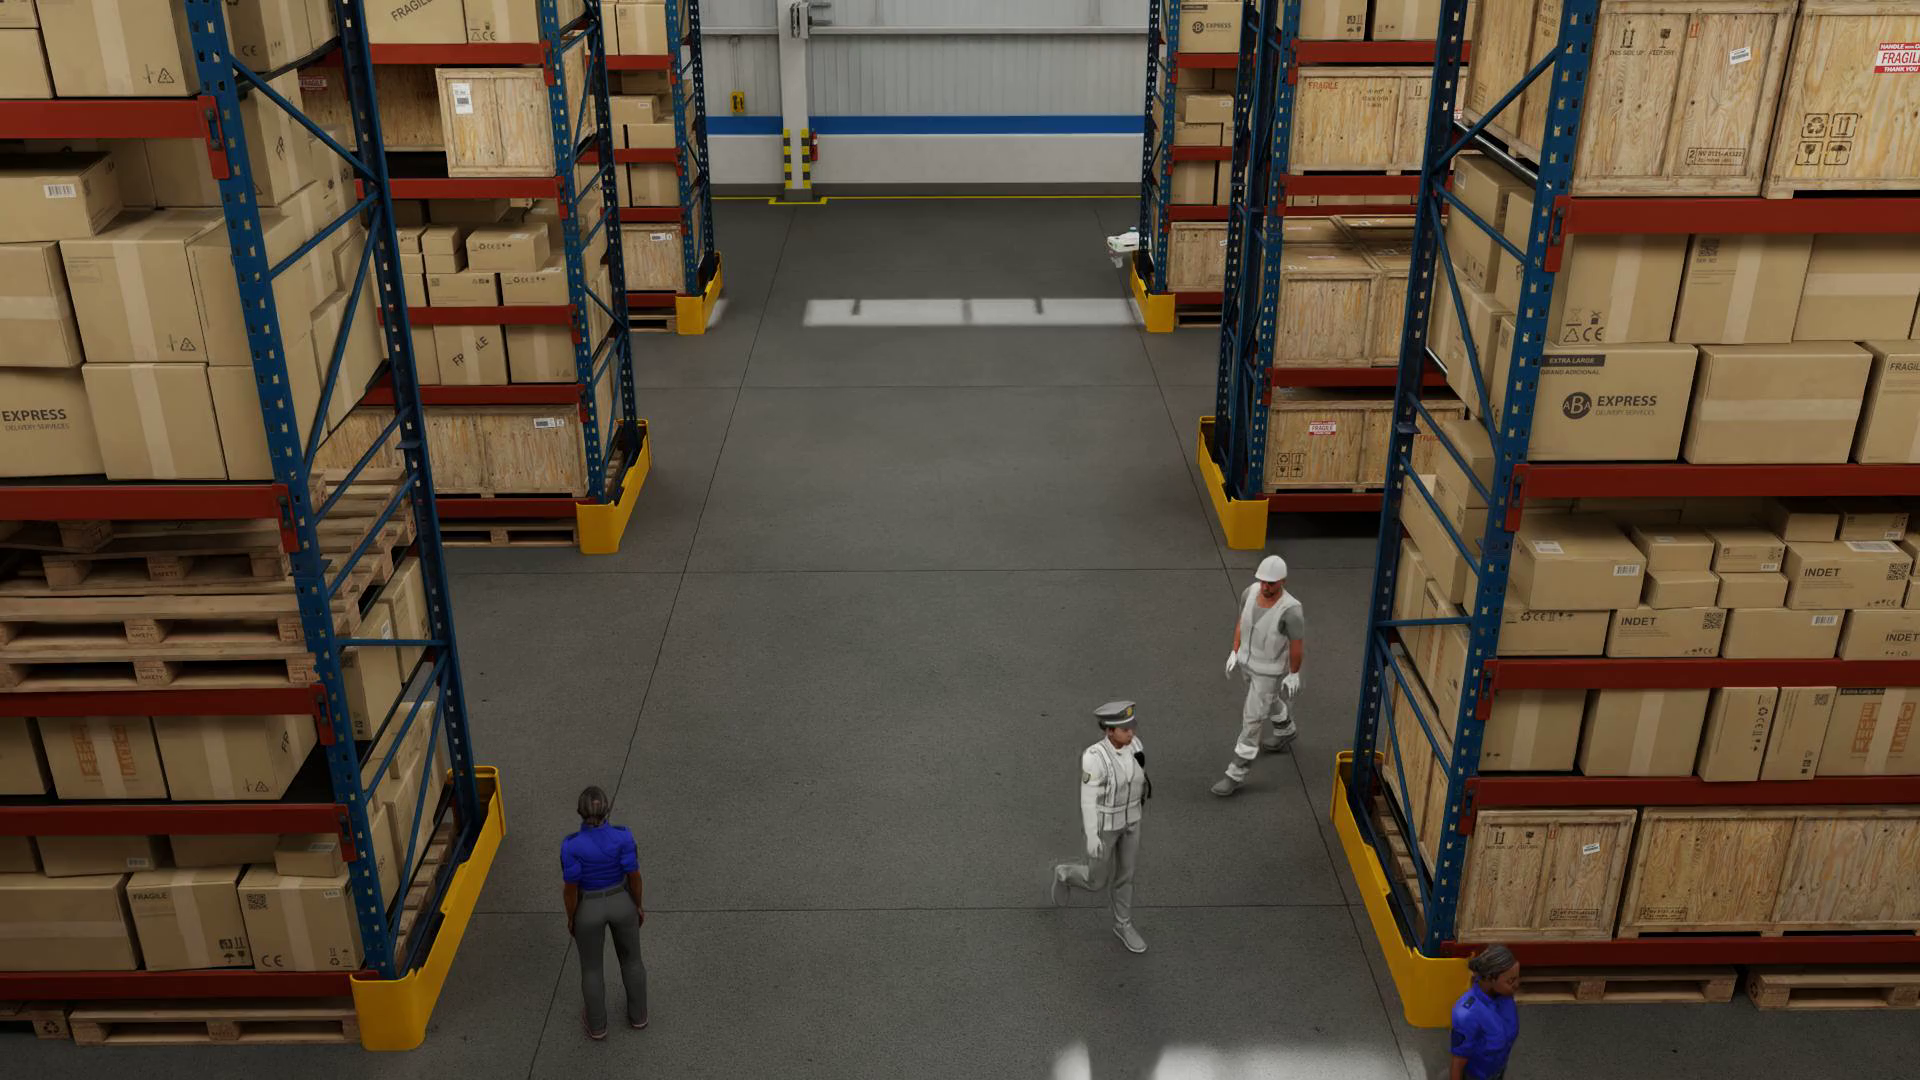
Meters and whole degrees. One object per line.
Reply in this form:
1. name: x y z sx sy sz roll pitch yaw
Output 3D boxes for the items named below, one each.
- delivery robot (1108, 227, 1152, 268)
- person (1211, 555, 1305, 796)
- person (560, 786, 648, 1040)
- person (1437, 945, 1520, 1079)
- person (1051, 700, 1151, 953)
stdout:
1. delivery robot: 2.575 -4.316 24.695 0.754 0.536 0.667 -8 26 -16
2. person: 2.169 0.904 11.926 0.995 1.764 0.523 -14 29 -28
3. person: -2.038 2.101 9.508 0.440 1.660 0.334 -9 26 -18
4. person: 2.570 2.726 8.158 0.515 1.660 0.440 -23 33 -40
5. person: 0.924 1.716 10.296 0.485 1.685 0.697 -16 29 -30
